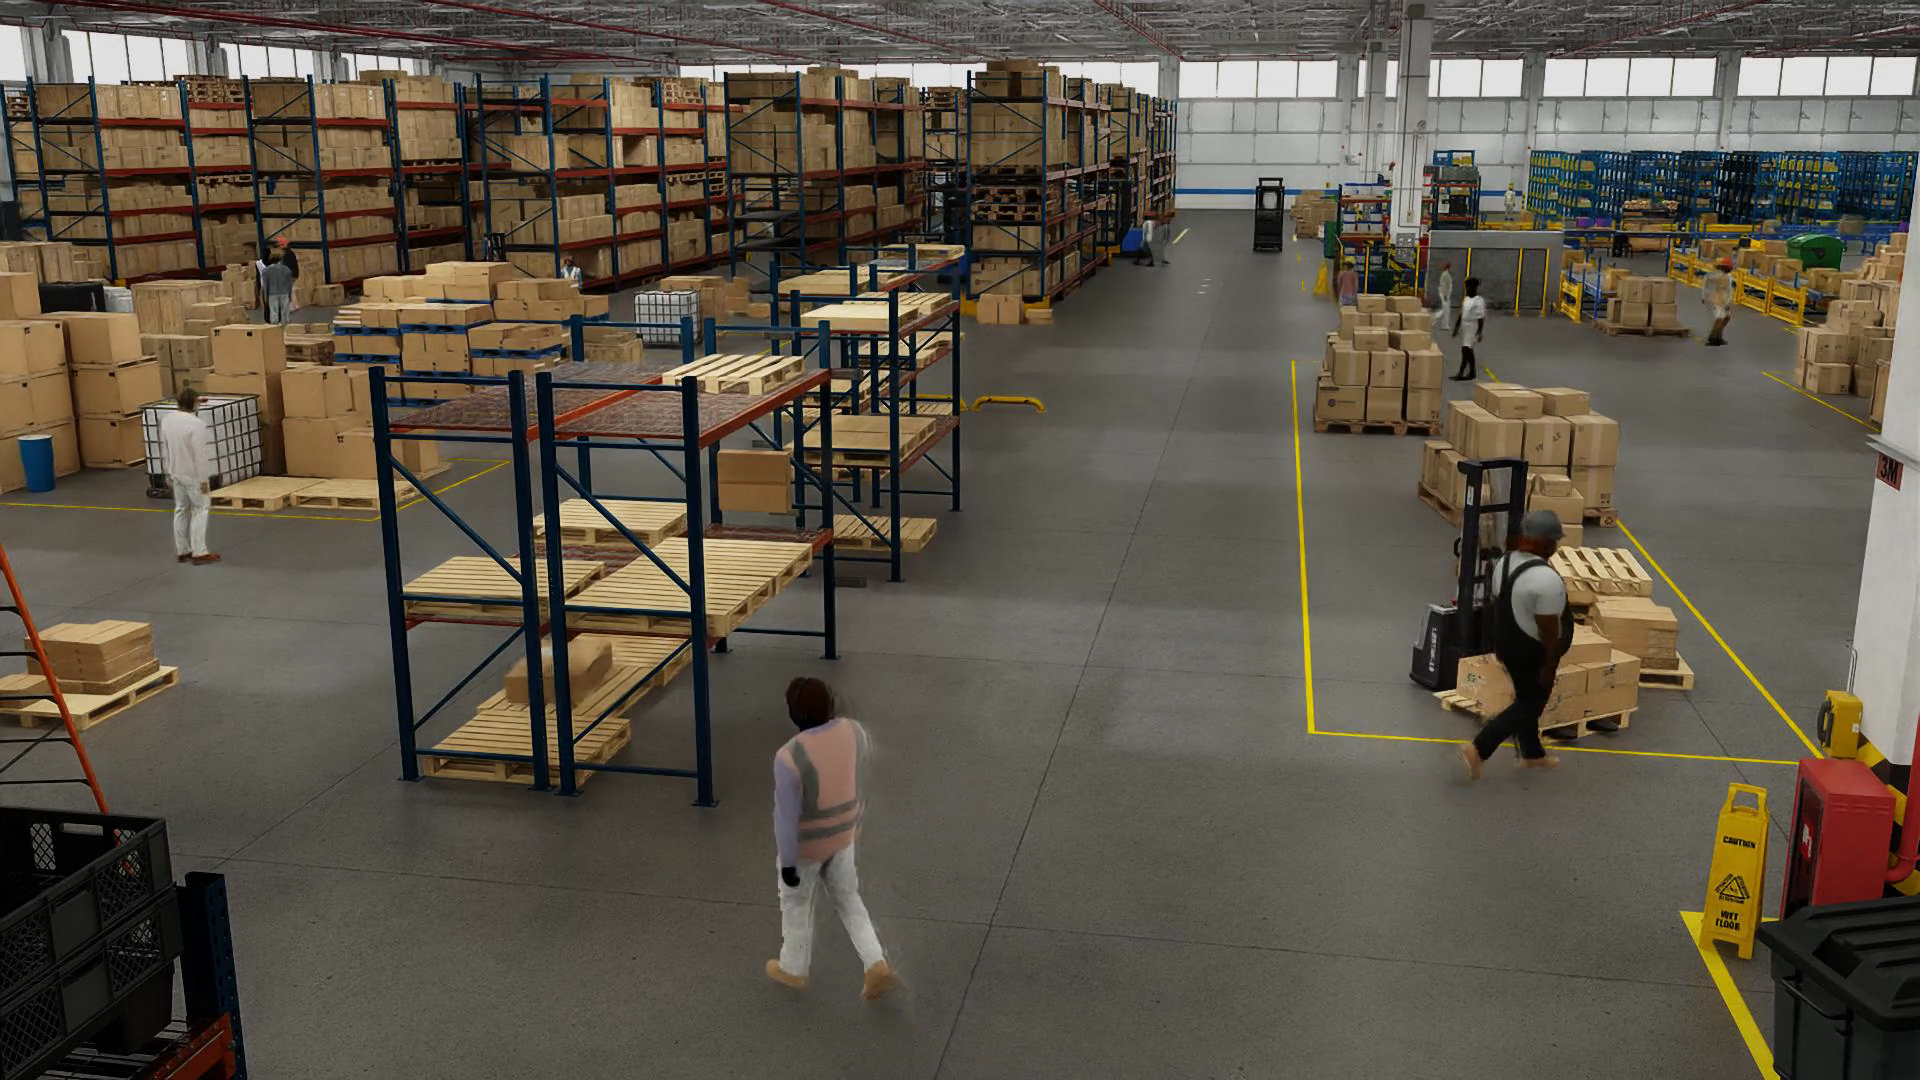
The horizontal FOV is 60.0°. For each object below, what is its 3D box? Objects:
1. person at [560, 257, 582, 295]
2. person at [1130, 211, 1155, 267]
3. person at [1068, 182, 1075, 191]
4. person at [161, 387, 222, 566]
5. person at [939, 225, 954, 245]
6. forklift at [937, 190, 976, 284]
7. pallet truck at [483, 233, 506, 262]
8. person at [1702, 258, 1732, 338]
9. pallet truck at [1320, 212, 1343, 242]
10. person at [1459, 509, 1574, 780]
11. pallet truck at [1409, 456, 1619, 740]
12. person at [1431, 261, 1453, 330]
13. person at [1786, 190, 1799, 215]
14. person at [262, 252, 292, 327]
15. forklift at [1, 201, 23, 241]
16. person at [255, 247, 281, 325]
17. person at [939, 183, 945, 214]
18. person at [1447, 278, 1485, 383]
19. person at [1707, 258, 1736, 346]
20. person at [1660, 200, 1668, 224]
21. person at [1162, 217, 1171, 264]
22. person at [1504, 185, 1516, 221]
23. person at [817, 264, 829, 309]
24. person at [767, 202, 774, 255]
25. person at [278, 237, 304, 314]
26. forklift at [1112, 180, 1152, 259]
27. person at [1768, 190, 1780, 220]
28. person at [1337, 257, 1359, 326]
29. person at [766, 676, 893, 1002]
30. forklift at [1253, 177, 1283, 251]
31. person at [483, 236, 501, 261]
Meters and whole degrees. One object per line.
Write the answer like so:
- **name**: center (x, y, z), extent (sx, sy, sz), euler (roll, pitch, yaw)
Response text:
- **person**: center (-9.412, -6.038, 40.292), extent (0.522, 1.631, 0.324), euler (0, 14, 1)
- **person**: center (6.368, -10.428, 57.573), extent (0.971, 1.890, 0.555), euler (12, 18, 39)
- **person**: center (5.729, -17.708, 86.954), extent (0.653, 1.973, 0.629), euler (2, 14, 6)
- **person**: center (-8.325, -0.691, 17.981), extent (0.664, 1.928, 0.382), euler (9, 16, 31)
- **person**: center (-0.455, -10.430, 58.028), extent (0.536, 1.683, 0.367), euler (0, 14, -1)
- **forklift**: center (-0.035, -9.267, 50.830), extent (1.129, 2.768, 1.873), euler (3, 14, 10)
- **pallet truck**: center (-11.832, -7.026, 43.548), extent (1.885, 1.965, 0.823), euler (8, 16, 28)
- **person**: center (17.168, -5.501, 37.779), extent (0.599, 1.784, 0.927), euler (5, 15, 20)
- **pallet truck**: center (15.874, -13.227, 70.310), extent (0.680, 1.201, 1.601), euler (10, 17, 35)
- **person**: center (4.012, 0.741, 11.925), extent (0.847, 2.000, 0.687), euler (-3, 14, -10)
- **pallet truck**: center (4.504, 0.400, 13.395), extent (0.823, 1.965, 1.885), euler (-6, 15, -23)
- **person**: center (11.368, -5.731, 39.031), extent (0.467, 1.624, 0.537), euler (5, 15, 20)
- **person**: center (40.896, -16.416, 81.733), extent (0.627, 1.971, 0.535), euler (2, 14, 7)
- **person**: center (-15.407, -5.520, 37.577), extent (0.630, 1.931, 0.366), euler (-10, 17, -36)
- **forklift**: center (-24.343, -7.328, 42.956), extent (1.873, 2.768, 1.129), euler (-9, 16, -32)
- **person**: center (-16.452, -6.031, 39.668), extent (0.592, 1.917, 0.375), euler (-3, 14, -13)
- **person**: center (-0.840, -19.095, 93.038), extent (0.644, 1.772, 0.908), euler (-13, 19, -42)
- **person**: center (9.394, -3.908, 31.002), extent (0.756, 1.936, 0.623), euler (-2, 14, -8)
- **person**: center (16.613, -5.159, 36.135), extent (0.589, 1.917, 0.553), euler (5, 15, 21)
- **person**: center (29.904, -13.531, 70.528), extent (0.925, 1.710, 0.549), euler (3, 14, 14)
- **person**: center (7.299, -10.579, 58.721), extent (0.266, 1.632, 0.509), euler (0, 14, 0)
- **person**: center (28.693, -17.577, 86.732), extent (0.598, 1.827, 0.403), euler (13, 19, 41)
- **person**: center (-3.063, -5.329, 37.273), extent (0.319, 1.697, 0.532), euler (0, 14, 0)
- **person**: center (-6.886, -11.664, 62.348), extent (0.763, 2.019, 0.610), euler (7, 15, 25)
- **person**: center (-17.023, -6.709, 42.323), extent (0.617, 1.976, 0.688), euler (-3, 14, -14)
- **forklift**: center (6.082, -11.722, 60.796), extent (1.873, 2.768, 1.129), euler (2, 14, 9)
- **person**: center (39.454, -15.998, 80.350), extent (0.797, 1.806, 0.590), euler (5, 15, 18)
- **person**: center (9.097, -5.753, 38.938), extent (0.545, 1.711, 0.898), euler (10, 17, 35)
- **person**: center (-0.725, 1.604, 8.876), extent (0.630, 1.823, 0.786), euler (-13, 19, -42)
- **forklift**: center (12.083, -12.747, 64.956), extent (1.129, 2.768, 1.873), euler (3, 14, 10)
- **person**: center (-14.158, -8.624, 50.388), extent (0.619, 1.835, 0.430), euler (-12, 18, -40)
